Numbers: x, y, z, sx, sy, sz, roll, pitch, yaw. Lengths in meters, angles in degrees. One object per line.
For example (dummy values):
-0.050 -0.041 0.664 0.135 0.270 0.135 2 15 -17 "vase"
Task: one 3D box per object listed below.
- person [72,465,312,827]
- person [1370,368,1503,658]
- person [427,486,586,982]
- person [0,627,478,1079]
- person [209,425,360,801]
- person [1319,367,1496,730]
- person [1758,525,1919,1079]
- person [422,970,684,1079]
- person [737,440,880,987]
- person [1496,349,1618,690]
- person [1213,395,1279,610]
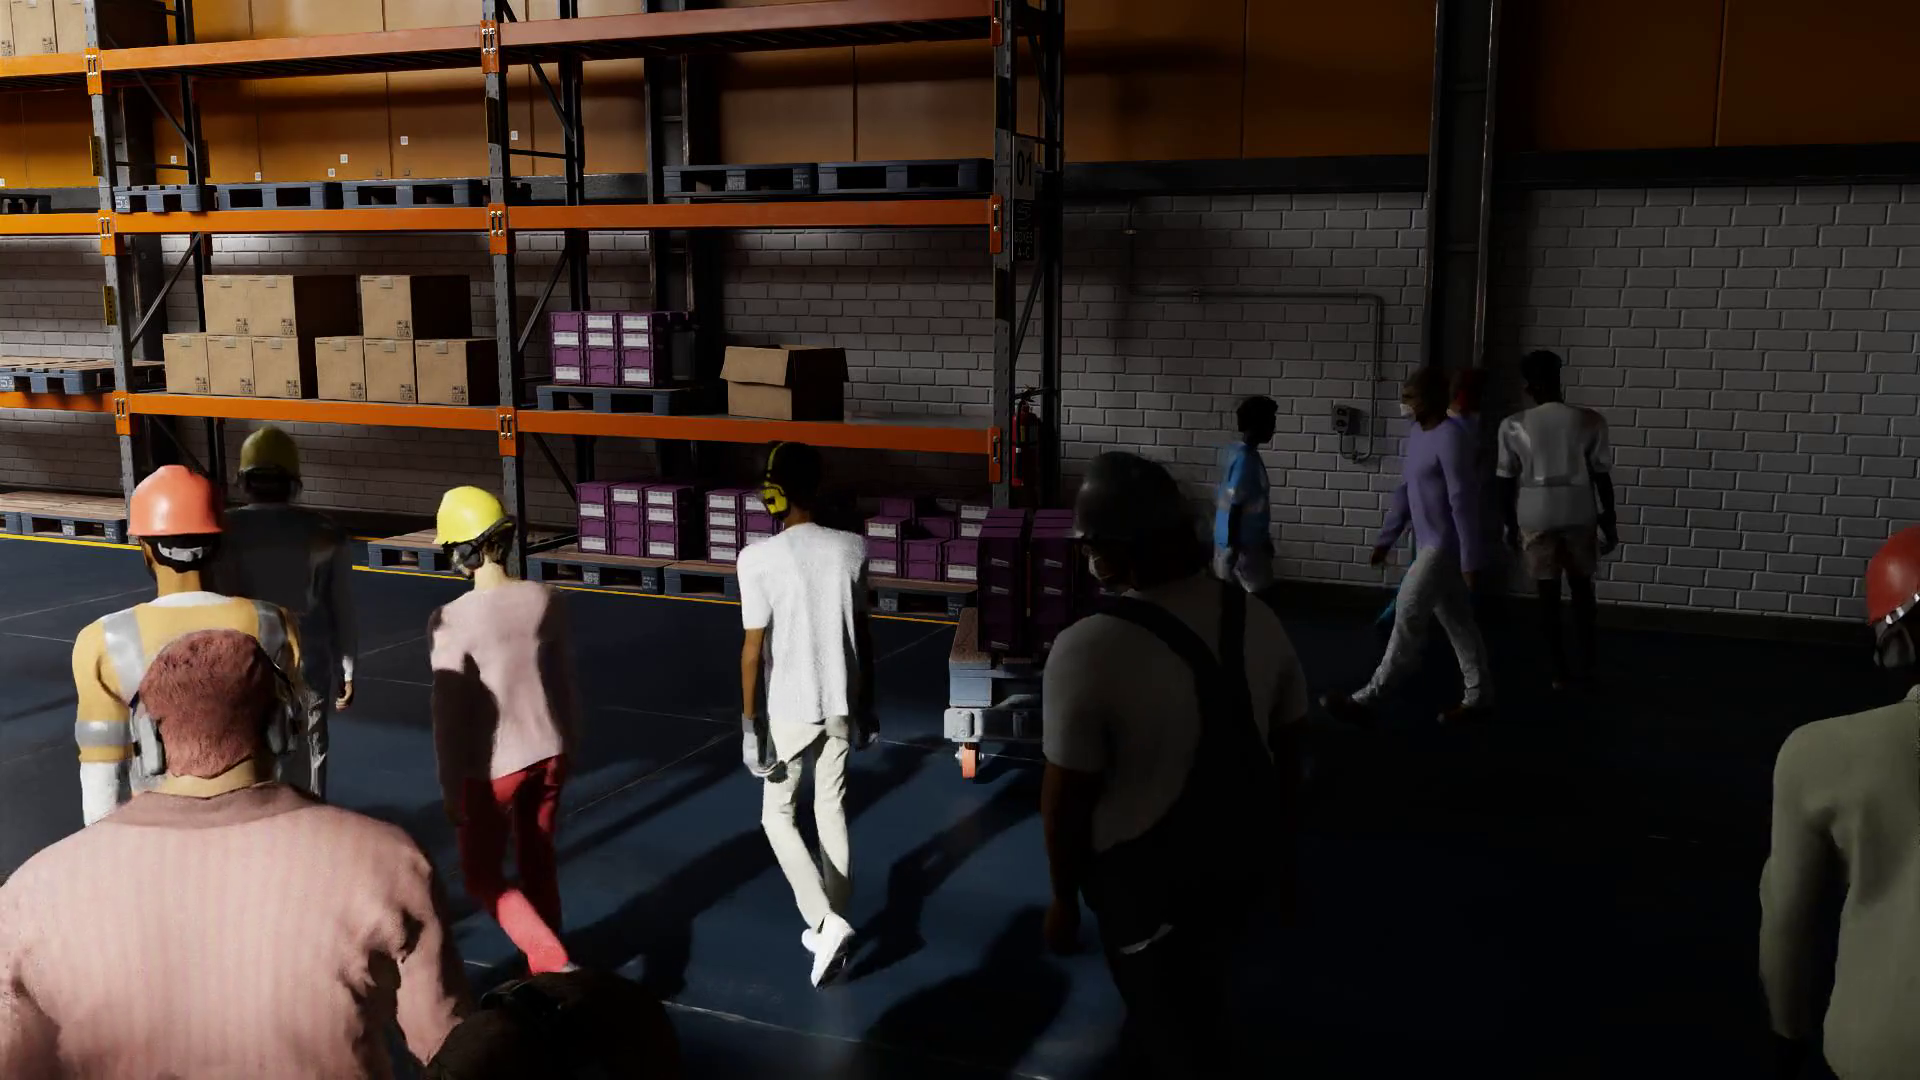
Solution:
-2.003 0.753 4.351 0.578 1.902 0.841 -7 12 -38 "person"
2.950 -0.140 10.054 0.761 1.808 0.597 -2 10 -14 "person"
-1.359 0.700 5.175 0.566 1.744 0.548 7 12 38 "person"
-1.118 1.059 2.664 0.770 1.854 0.867 -2 10 -14 "person"
-2.575 0.478 6.282 0.608 1.812 0.521 -5 10 -25 "person"
2.366 0.059 8.574 0.995 1.881 0.632 0 9 0 "person"
1.854 0.946 3.101 0.693 1.937 0.815 4 10 24 "person"
-0.319 1.258 1.545 0.508 1.837 0.342 4 10 24 "person"
-0.461 0.589 5.549 0.562 1.845 0.551 -5 11 -30 "person"
3.406 -0.119 9.526 0.673 1.927 0.563 3 10 15 "person"
1.695 0.014 9.460 0.674 1.667 0.547 2 10 10 "person"
